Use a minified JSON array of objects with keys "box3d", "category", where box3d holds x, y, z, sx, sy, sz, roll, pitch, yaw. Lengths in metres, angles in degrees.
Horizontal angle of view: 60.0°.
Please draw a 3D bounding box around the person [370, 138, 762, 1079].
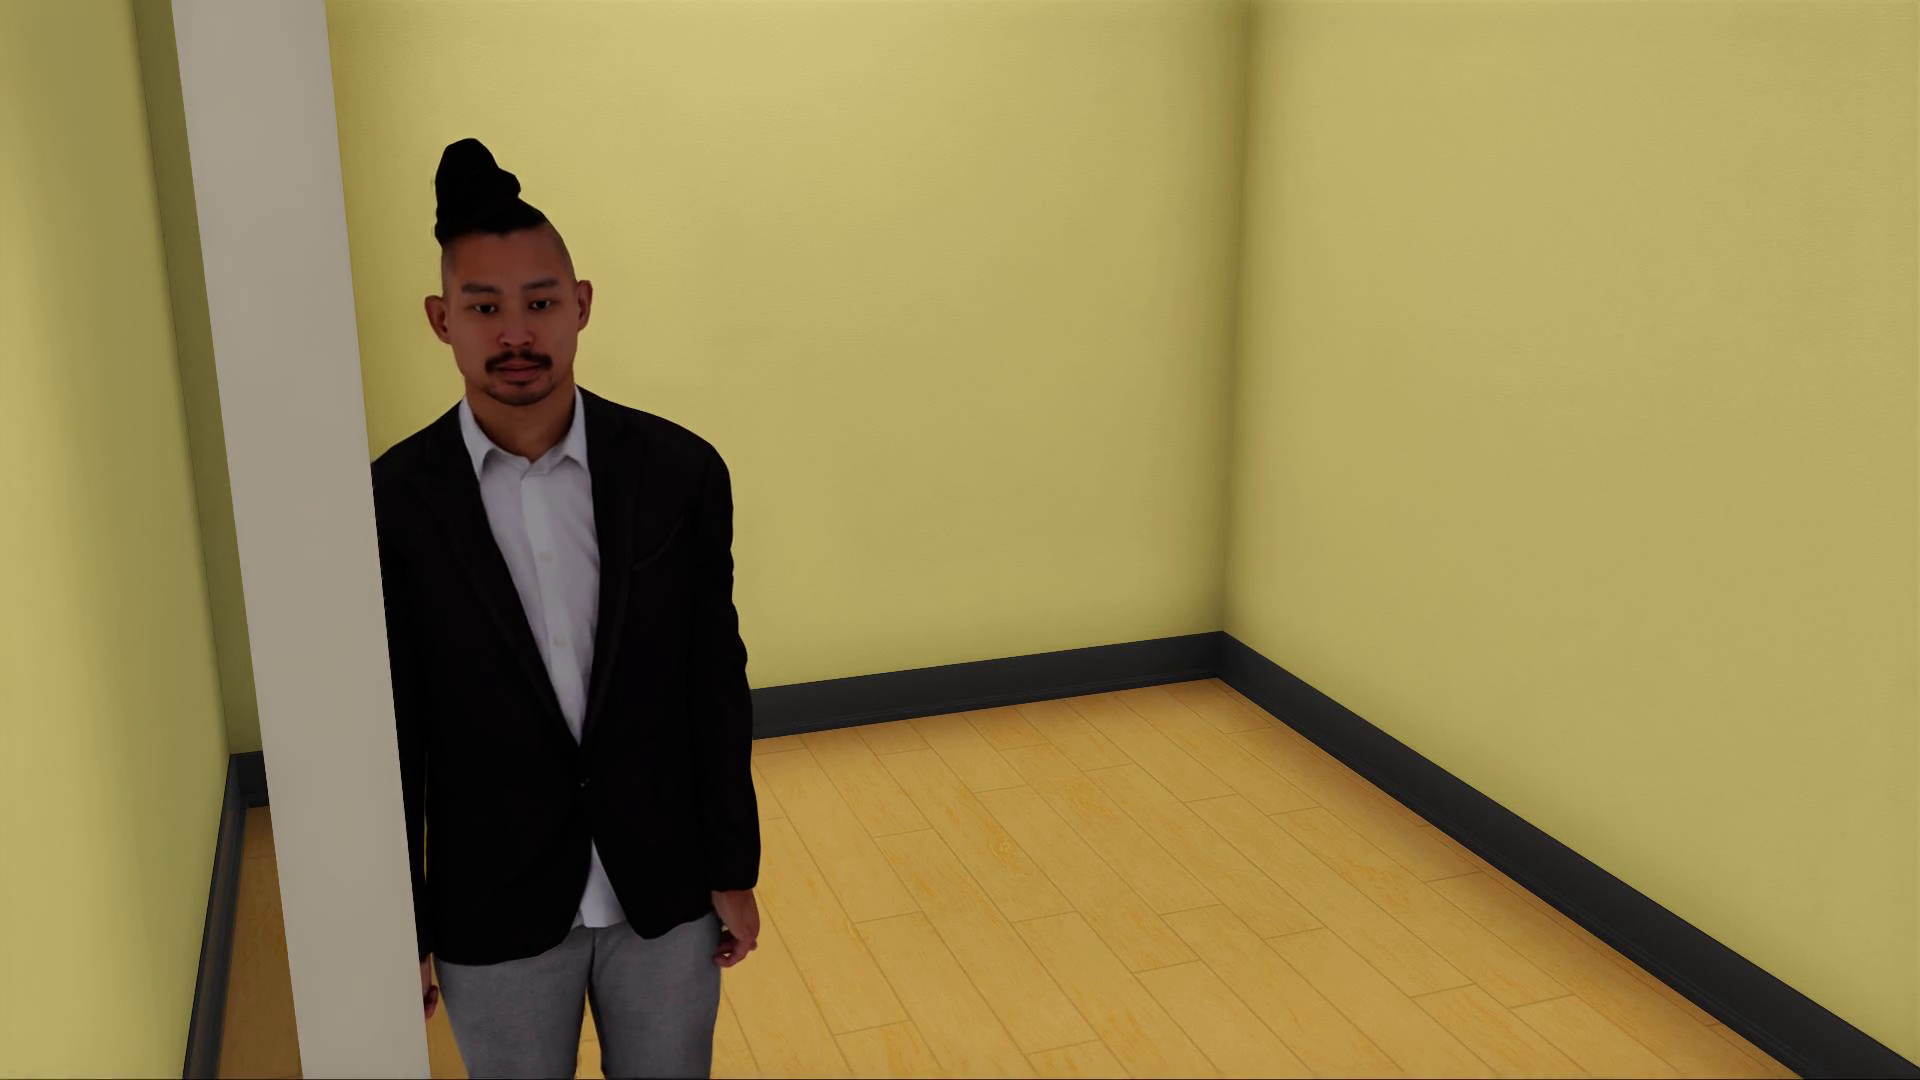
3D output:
[{"box3d":[-0.552,0.434,2.340,0.519,1.951,0.765,-6,17,-21],"category":"person"}]
